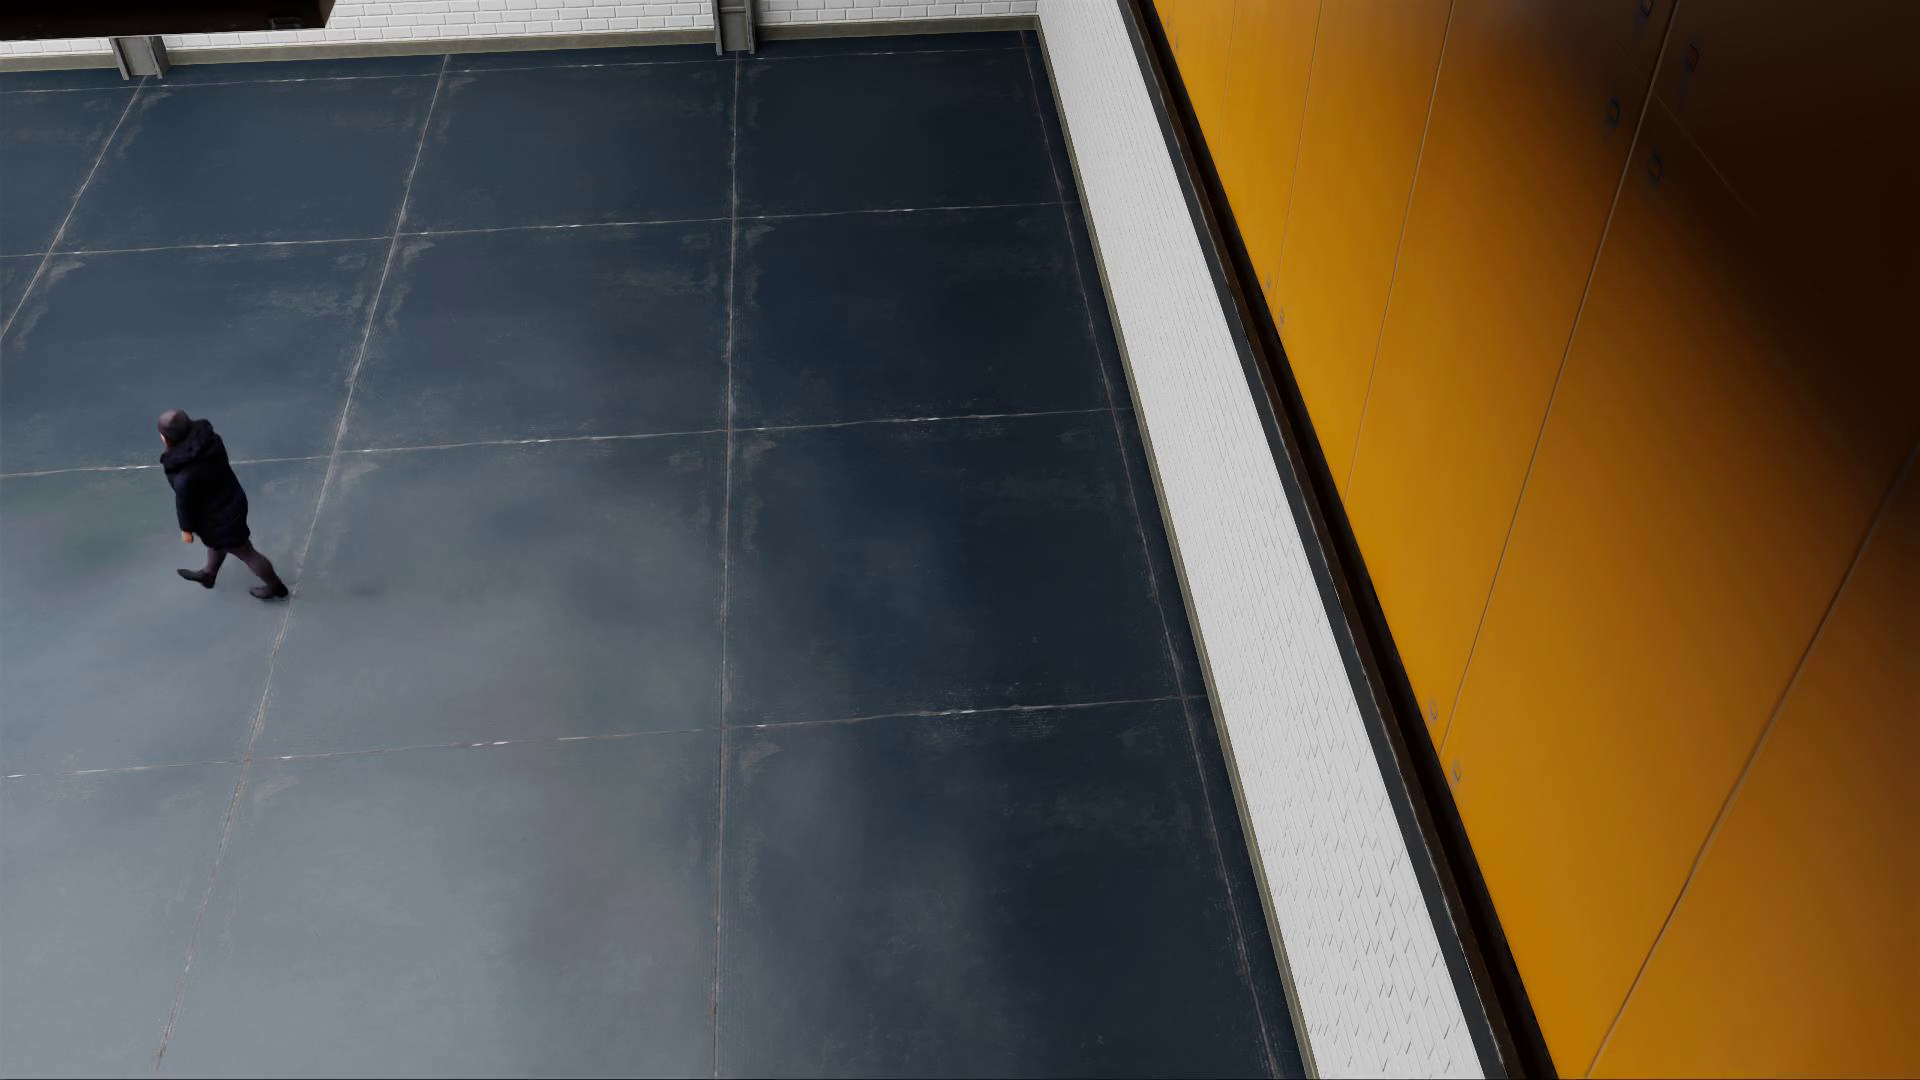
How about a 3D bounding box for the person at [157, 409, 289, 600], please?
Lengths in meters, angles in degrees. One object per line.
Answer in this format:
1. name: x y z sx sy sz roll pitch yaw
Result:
1. person: -4.825 -0.190 10.991 1.000 1.644 0.723 0 44 0
